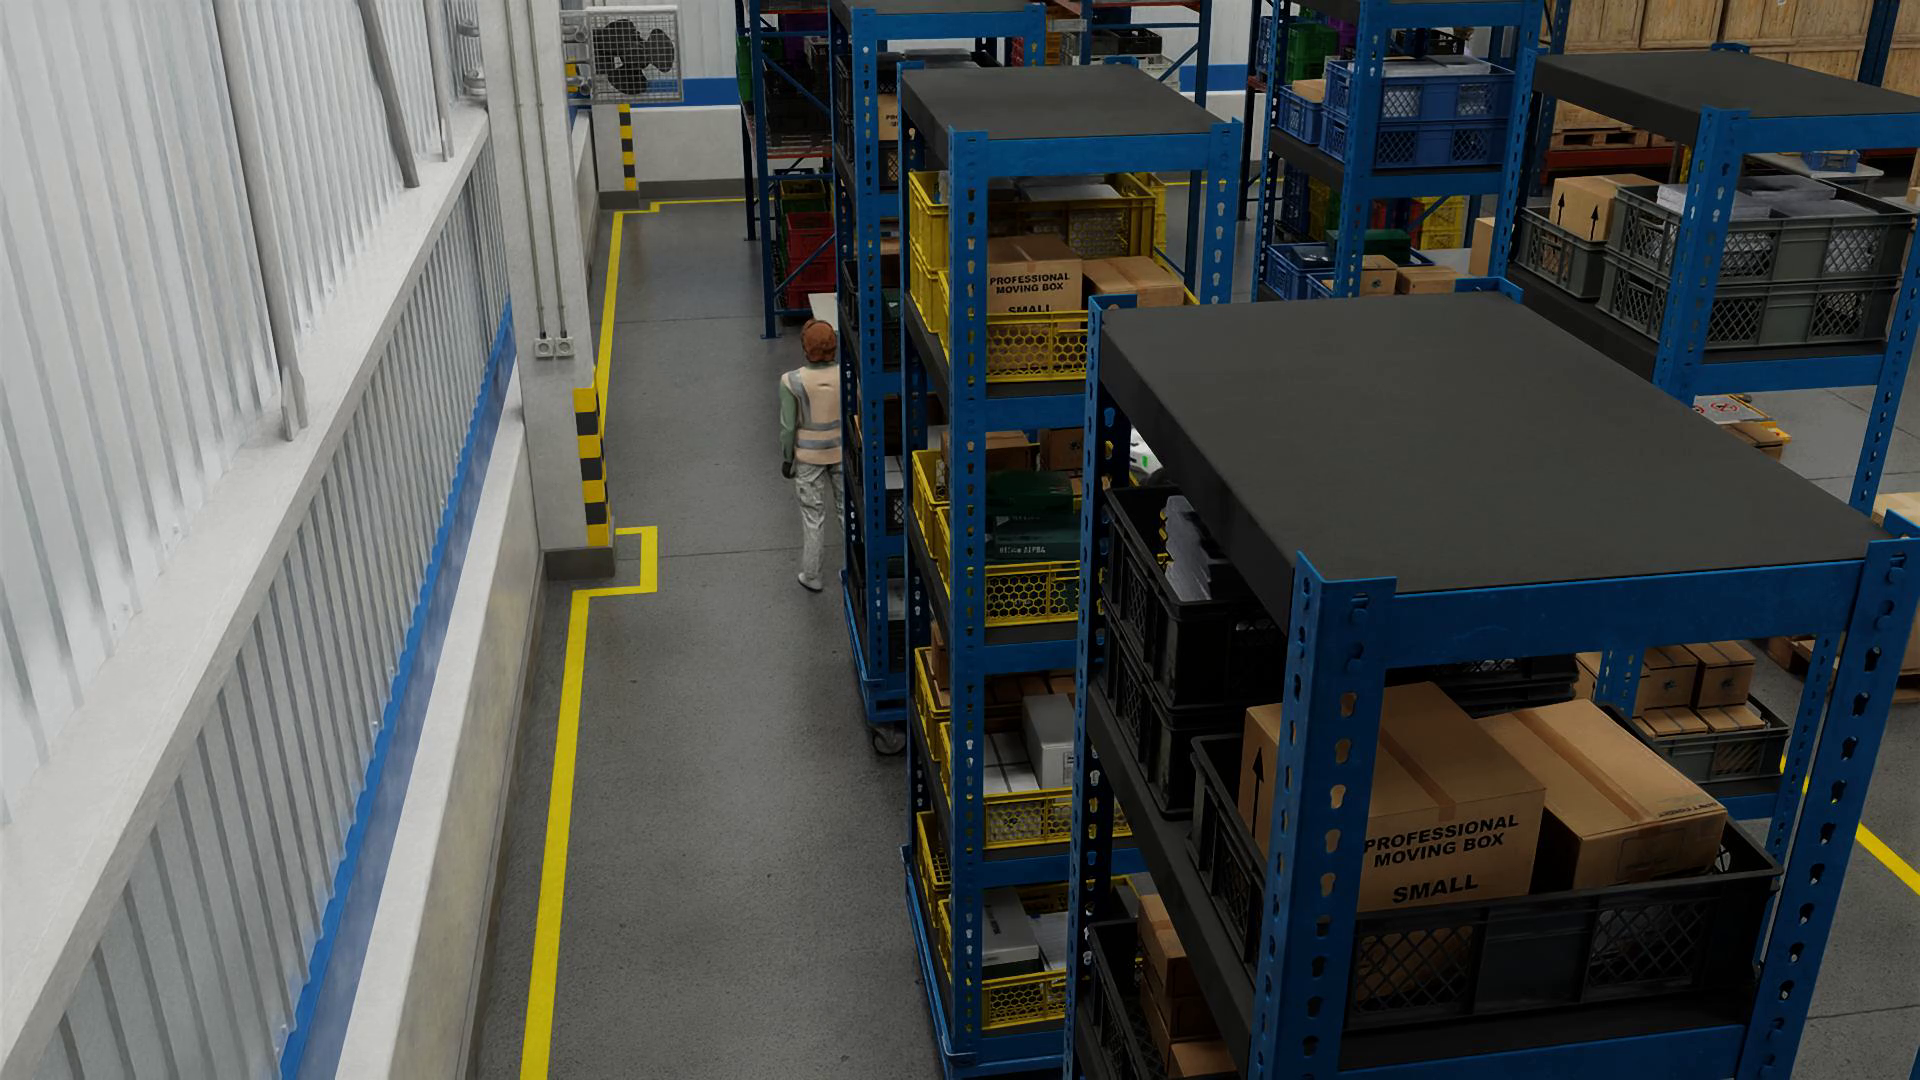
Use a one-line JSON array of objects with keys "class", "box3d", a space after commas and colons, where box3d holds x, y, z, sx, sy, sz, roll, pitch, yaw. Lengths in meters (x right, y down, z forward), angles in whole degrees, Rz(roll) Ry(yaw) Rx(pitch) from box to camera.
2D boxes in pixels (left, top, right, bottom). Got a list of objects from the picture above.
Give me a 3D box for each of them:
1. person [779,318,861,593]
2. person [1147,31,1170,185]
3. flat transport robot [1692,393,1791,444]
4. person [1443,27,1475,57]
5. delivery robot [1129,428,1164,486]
[{"class": "person", "box3d": [-0.791, -0.484, 9.689, 0.523, 1.638, 0.311, -10, 26, -20]}, {"class": "person", "box3d": [2.091, -4.761, 18.710, 0.628, 1.870, 0.646, 5, 25, 10]}, {"class": "flat transport robot", "box3d": [5.224, -0.859, 12.132, 1.431, 0.197, 0.652, -4, 25, -8]}, {"class": "person", "box3d": [5.732, -5.097, 19.363, 0.356, 1.938, 0.638, -5, 25, -10]}, {"class": "delivery robot", "box3d": [1.307, -0.625, 11.179, 0.477, 0.478, 0.707, 19, 31, 36]}]
